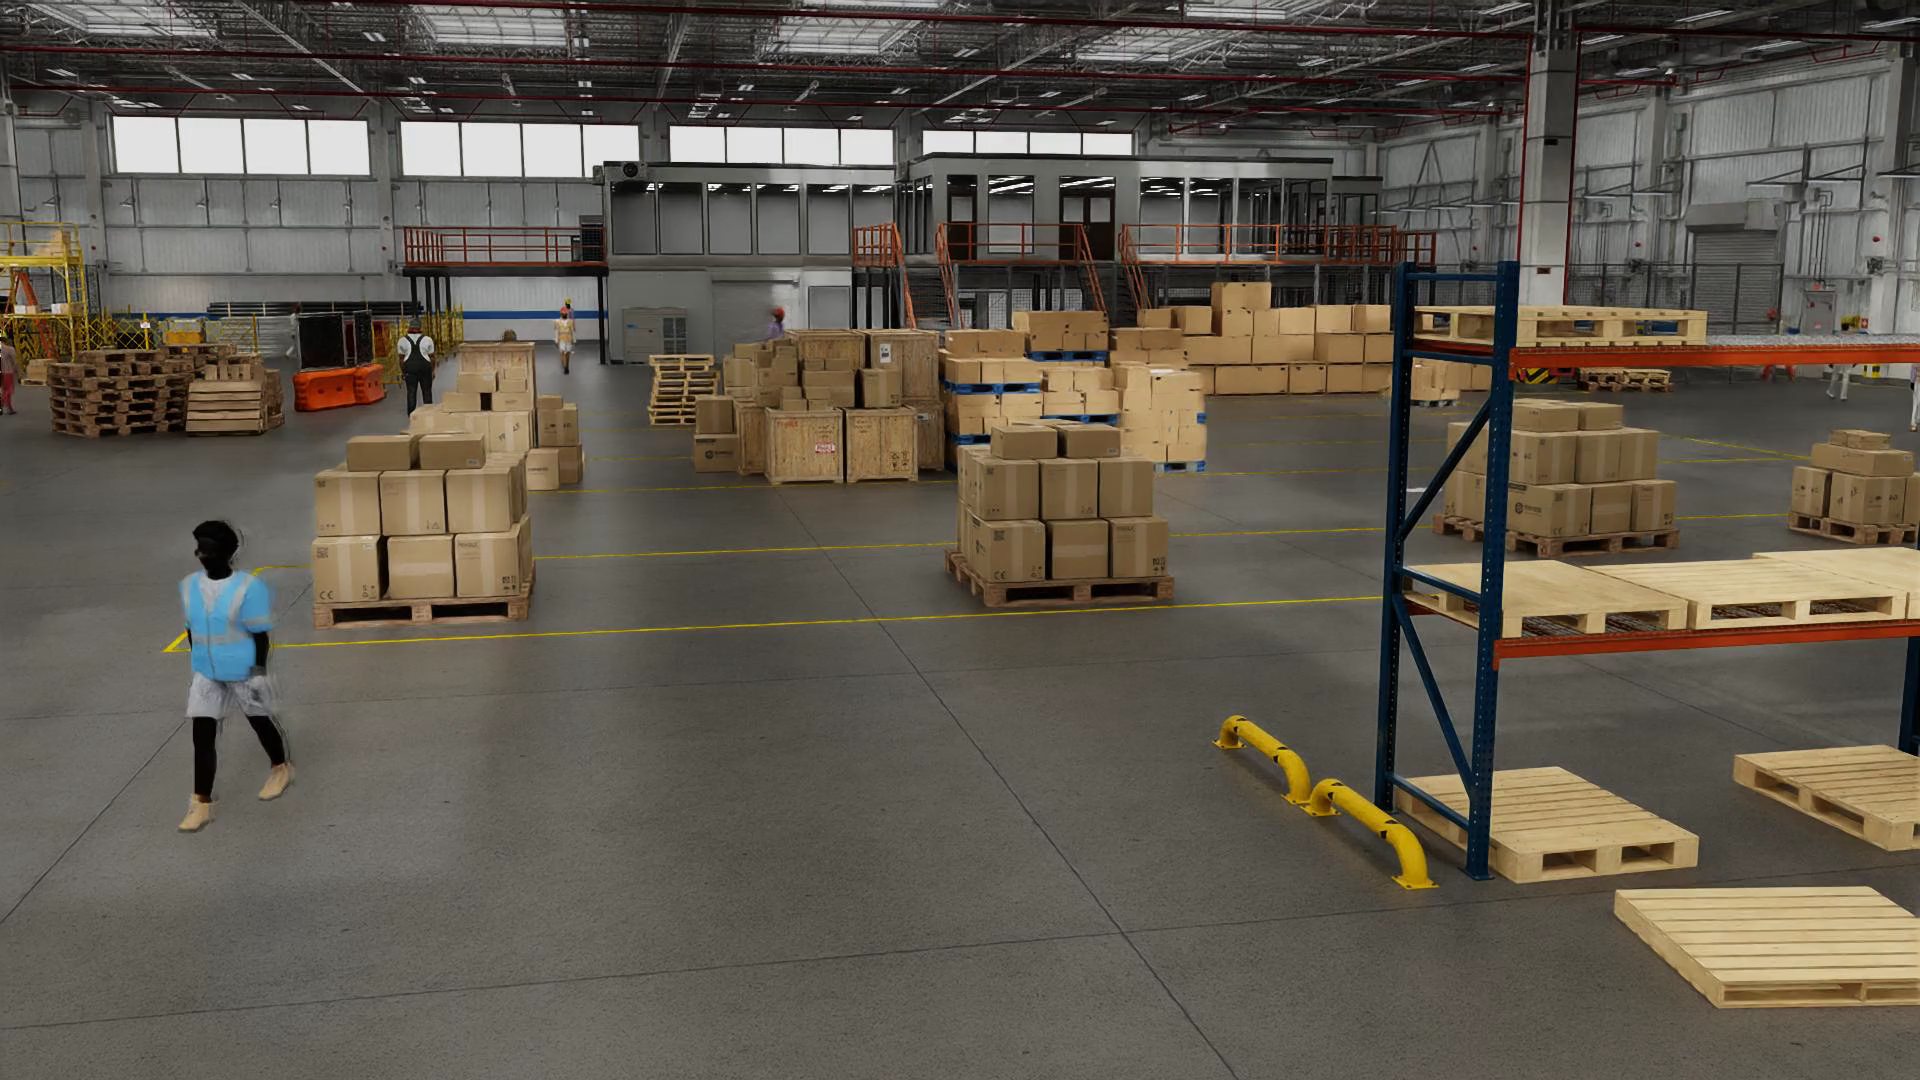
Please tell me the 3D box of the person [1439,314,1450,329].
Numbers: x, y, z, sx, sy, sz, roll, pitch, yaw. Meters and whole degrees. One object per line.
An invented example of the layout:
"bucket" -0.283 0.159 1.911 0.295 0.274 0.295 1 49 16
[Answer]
"person" 13.192 -5.346 45.254 0.999 1.881 0.574 -8 12 -39

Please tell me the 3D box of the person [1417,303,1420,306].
"person" 17.823 -8.683 65.395 0.390 1.945 0.603 9 13 43

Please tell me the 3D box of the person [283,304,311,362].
"person" -21.018 -6.534 52.586 0.841 1.859 0.581 -8 12 -40

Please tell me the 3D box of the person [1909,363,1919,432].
"person" 17.678 -2.879 30.331 0.622 1.845 0.429 5 11 28

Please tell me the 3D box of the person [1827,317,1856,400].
"person" 20.086 -4.128 37.845 0.616 1.870 0.995 2 10 13

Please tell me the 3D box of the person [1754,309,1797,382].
"person" 21.500 -5.099 43.624 0.999 1.927 0.706 7 12 38

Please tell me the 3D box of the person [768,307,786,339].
"person" -4.477 -4.689 40.790 0.517 2.026 0.637 6 11 35

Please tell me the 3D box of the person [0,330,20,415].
"person" -19.379 -3.379 33.670 0.527 1.744 0.726 1 9 6

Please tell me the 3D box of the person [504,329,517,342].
"person" -7.804 -2.711 29.056 0.660 1.921 0.545 2 10 13

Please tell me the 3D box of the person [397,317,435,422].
"person" -10.550 -3.311 32.359 0.683 2.000 0.538 -2 10 -13

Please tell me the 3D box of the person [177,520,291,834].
"person" -3.986 0.699 9.099 0.543 1.654 0.862 1 9 8

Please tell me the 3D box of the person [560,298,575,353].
"person" -13.660 -7.456 57.976 0.384 1.922 0.593 7 12 36

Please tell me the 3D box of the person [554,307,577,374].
"person" -11.128 -5.618 46.902 0.563 1.891 0.989 -4 10 -23
